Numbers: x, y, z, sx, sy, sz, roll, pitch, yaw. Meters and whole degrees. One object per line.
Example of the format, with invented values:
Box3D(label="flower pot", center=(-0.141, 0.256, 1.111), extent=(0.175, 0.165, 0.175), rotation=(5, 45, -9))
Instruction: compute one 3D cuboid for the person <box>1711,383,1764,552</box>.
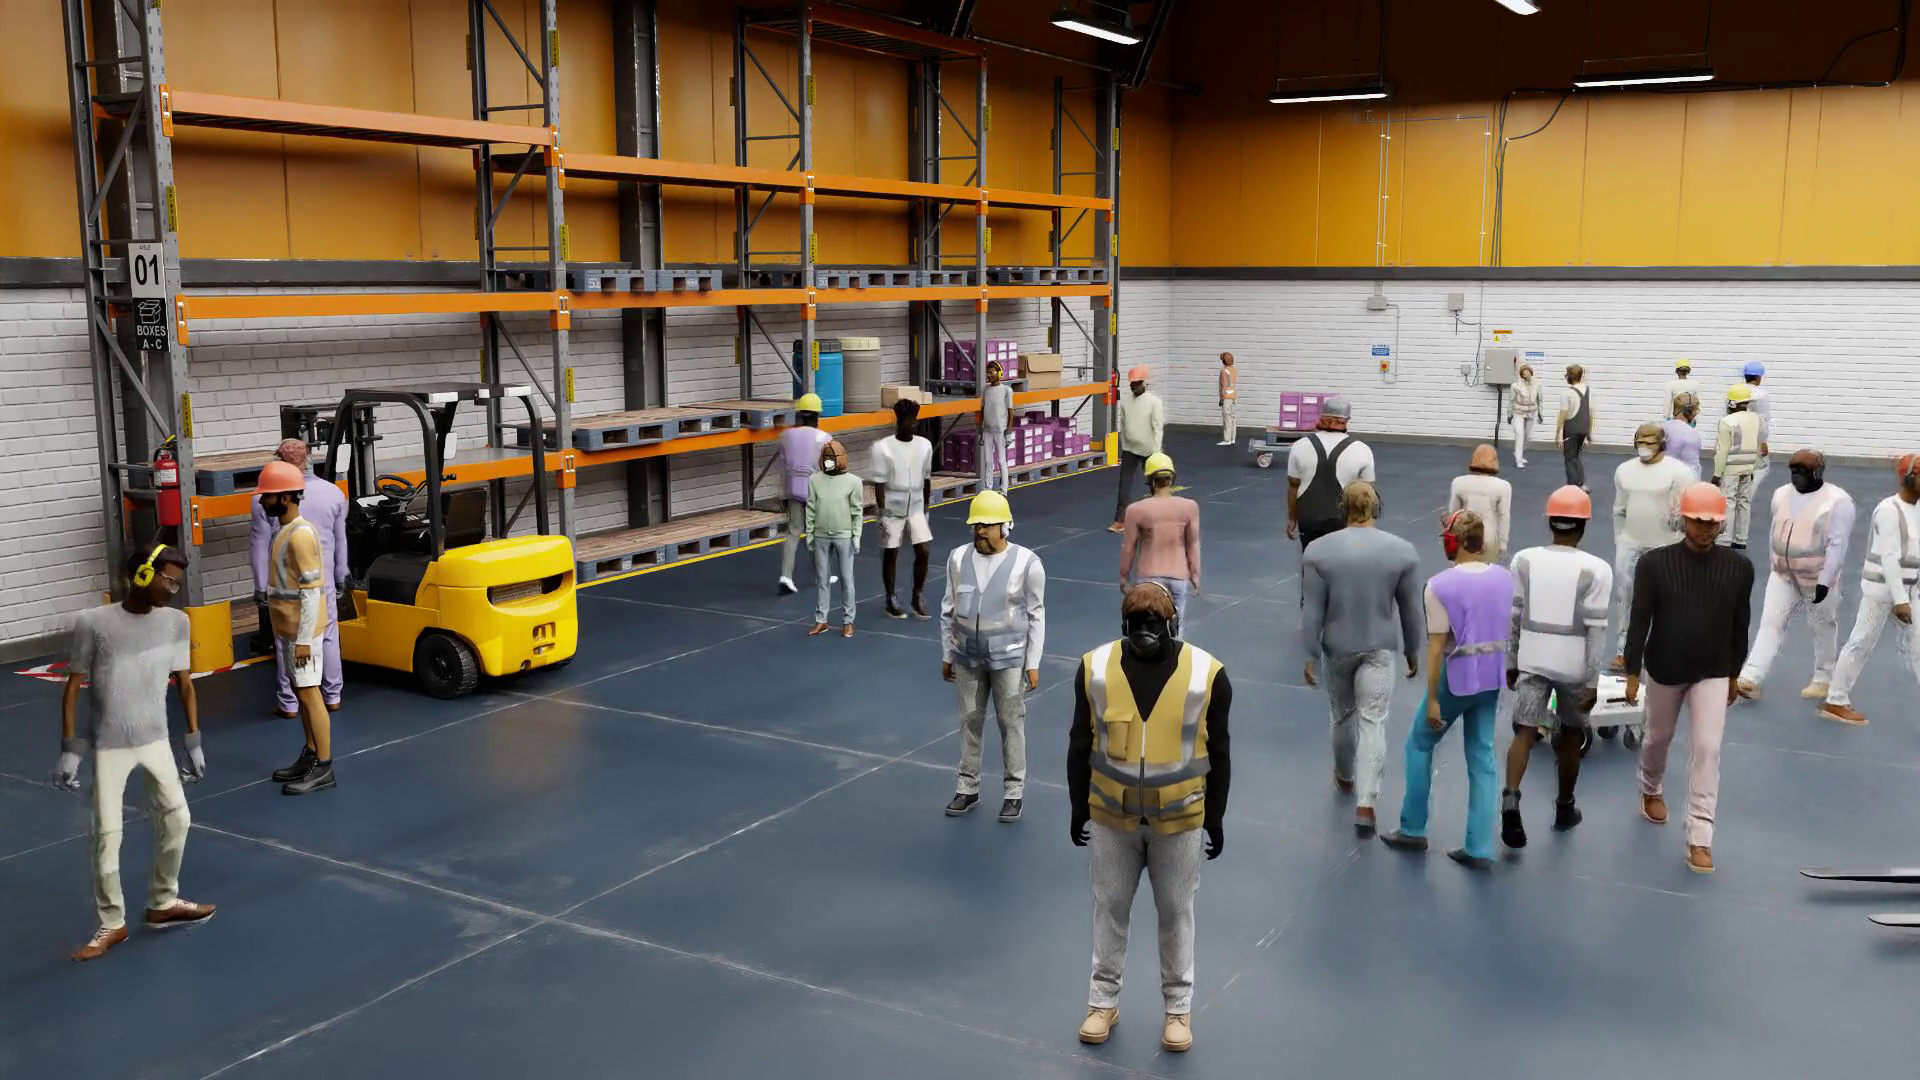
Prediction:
Box3D(label="person", center=(8.314, -0.762, 17.870), extent=(0.590, 1.837, 0.404), rotation=(-4, 10, -25))

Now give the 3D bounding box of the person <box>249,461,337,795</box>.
Box3D(label="person", center=(-3.867, 0.506, 9.638), extent=(0.370, 1.935, 0.552), rotation=(-5, 10, -29))

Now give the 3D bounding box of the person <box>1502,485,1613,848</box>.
Box3D(label="person", center=(3.100, 0.668, 8.768), extent=(0.551, 1.911, 0.862), rotation=(7, 11, 36))

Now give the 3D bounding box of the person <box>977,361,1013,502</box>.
Box3D(label="person", center=(0.448, -1.405, 21.778), extent=(0.531, 1.870, 0.317), rotation=(6, 11, 32))

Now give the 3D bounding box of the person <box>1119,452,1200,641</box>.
Box3D(label="person", center=(1.400, 0.244, 11.817), extent=(0.554, 1.748, 0.593), rotation=(-1, 9, -4))

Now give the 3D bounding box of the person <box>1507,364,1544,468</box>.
Box3D(label="person", center=(8.751, -1.946, 25.939), extent=(0.527, 1.614, 0.642), rotation=(-2, 9, -10))

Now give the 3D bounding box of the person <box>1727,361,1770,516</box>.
Box3D(label="person", center=(9.732, -1.240, 20.531), extent=(0.439, 1.935, 0.634), rotation=(-4, 10, -24))

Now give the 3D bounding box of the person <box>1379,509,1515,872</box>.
Box3D(label="person", center=(2.511, 0.741, 8.533), extent=(0.576, 1.814, 0.753), rotation=(-4, 10, -23))

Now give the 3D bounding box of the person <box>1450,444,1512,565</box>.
Box3D(label="person", center=(4.276, 0.008, 13.758), extent=(0.512, 1.609, 0.667), rotation=(5, 10, 28))

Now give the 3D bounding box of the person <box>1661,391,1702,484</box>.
Box3D(label="person", center=(6.587, -0.396, 15.287), extent=(0.372, 1.934, 0.627), rotation=(-2, 9, -10))

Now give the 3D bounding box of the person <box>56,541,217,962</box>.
Box3D(label="person", center=(-3.679, 0.925, 7.379), extent=(0.661, 1.832, 0.335), rotation=(-9, 13, -44))

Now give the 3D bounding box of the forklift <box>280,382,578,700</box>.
Box3D(label="forklift", center=(-3.974, -0.067, 12.417), extent=(2.313, 2.155, 1.214), rotation=(5, 11, 30))

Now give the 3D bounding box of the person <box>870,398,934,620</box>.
Box3D(label="person", center=(-0.469, -0.254, 14.361), extent=(0.603, 1.937, 0.649), rotation=(-4, 10, -26))

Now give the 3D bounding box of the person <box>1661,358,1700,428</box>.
Box3D(label="person", center=(10.618, -1.796, 24.539), extent=(0.526, 1.768, 0.330), rotation=(0, 9, 1))

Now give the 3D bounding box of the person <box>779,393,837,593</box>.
Box3D(label="person", center=(-1.475, -0.448, 15.765), extent=(0.603, 1.888, 0.954), rotation=(4, 10, 21))

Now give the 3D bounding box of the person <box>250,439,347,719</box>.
Box3D(label="person", center=(-4.499, 0.258, 11.312), extent=(0.644, 1.899, 0.400), rotation=(-8, 12, -41))

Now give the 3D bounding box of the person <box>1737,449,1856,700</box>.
Box3D(label="person", center=(5.832, 0.264, 11.601), extent=(0.981, 1.784, 0.633), rotation=(-5, 10, -29))

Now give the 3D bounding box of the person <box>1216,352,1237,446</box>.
Box3D(label="person", center=(4.686, -2.466, 29.126), extent=(0.314, 1.636, 0.515), rotation=(6, 11, 33))

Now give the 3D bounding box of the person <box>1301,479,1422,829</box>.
Box3D(label="person", center=(2.213, 0.602, 9.216), extent=(0.651, 1.893, 1.048), rotation=(2, 9, 11))

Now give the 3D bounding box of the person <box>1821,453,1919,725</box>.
Box3D(label="person", center=(6.180, 0.362, 10.858), extent=(0.597, 1.831, 0.986), rotation=(-6, 11, -34))

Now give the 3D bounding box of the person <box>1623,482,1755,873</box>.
Box3D(label="person", center=(3.803, 0.650, 8.741), extent=(0.621, 1.958, 1.022), rotation=(2, 9, 13))

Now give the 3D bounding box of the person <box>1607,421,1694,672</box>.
Box3D(label="person", center=(5.259, 0.040, 12.625), extent=(0.697, 1.915, 0.635), rotation=(-7, 12, -38))

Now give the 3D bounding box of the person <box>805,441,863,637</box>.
Box3D(label="person", center=(-1.049, -0.010, 13.807), extent=(0.497, 1.633, 0.285), rotation=(2, 9, 14))

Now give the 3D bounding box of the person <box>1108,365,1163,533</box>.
Box3D(label="person", center=(2.133, -1.080, 19.529), extent=(0.633, 1.947, 1.016), rotation=(7, 12, 38))

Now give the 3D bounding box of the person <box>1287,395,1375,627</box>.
Box3D(label="person", center=(3.095, -0.211, 13.793), extent=(0.705, 2.000, 0.745), rotation=(4, 10, 22))

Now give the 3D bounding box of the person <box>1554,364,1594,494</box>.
Box3D(label="person", center=(8.068, -1.400, 21.874), extent=(0.540, 1.826, 0.410), rotation=(-4, 10, -23))

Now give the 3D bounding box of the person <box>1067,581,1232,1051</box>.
Box3D(label="person", center=(0.723, 1.065, 6.453), extent=(0.634, 1.841, 0.429), rotation=(2, 9, 13))

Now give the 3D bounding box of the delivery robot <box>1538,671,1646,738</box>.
Box3D(label="delivery robot", center=(3.956, 1.008, 10.514), extent=(0.707, 0.478, 0.477), rotation=(-2, 9, -15))

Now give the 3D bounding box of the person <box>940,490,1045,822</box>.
Box3D(label="person", center=(0.163, 0.634, 9.163), extent=(0.600, 1.831, 0.404), rotation=(4, 10, 22))
